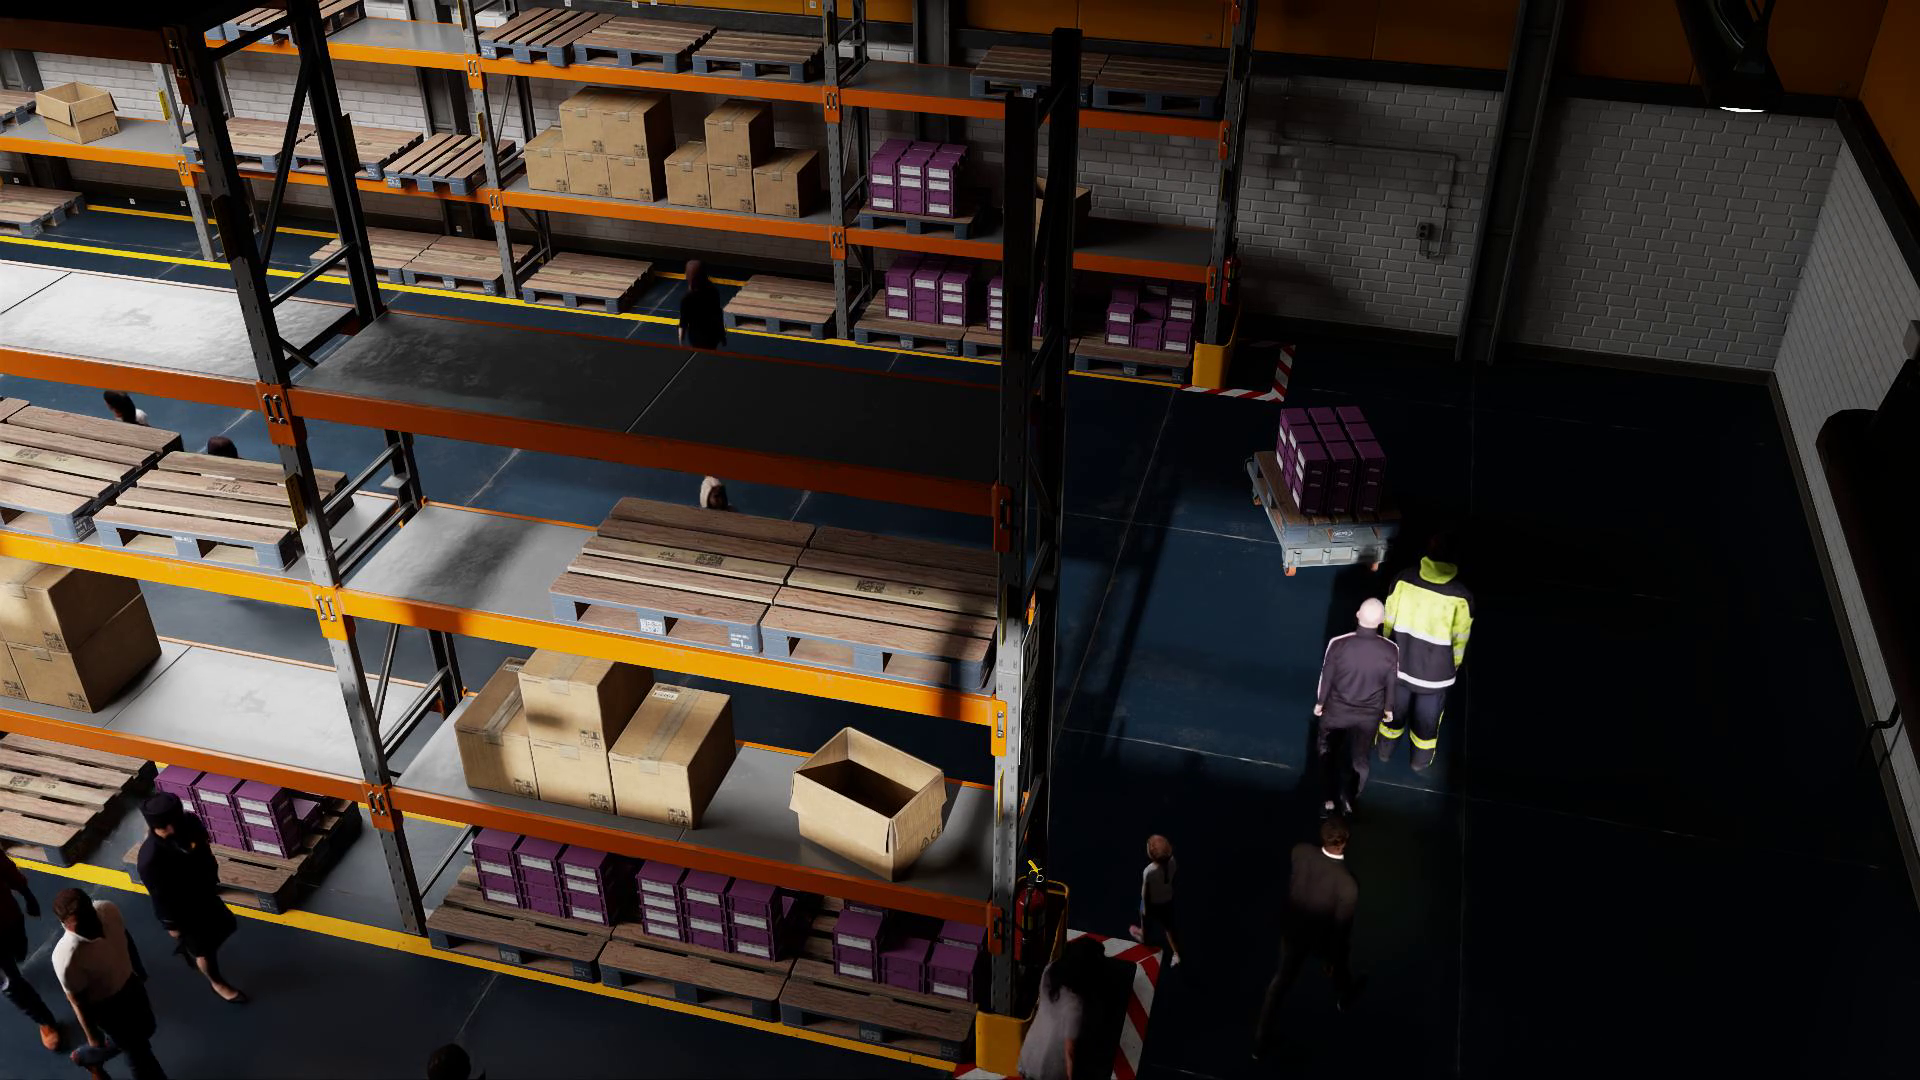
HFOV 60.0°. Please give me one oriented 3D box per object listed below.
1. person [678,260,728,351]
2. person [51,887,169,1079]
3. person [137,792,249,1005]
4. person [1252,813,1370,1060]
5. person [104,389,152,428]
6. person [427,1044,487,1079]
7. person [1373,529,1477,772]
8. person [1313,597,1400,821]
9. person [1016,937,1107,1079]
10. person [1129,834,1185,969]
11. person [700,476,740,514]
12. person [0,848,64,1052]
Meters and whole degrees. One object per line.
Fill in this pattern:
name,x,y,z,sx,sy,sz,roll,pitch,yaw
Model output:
person,-2.446,-1.901,16.270,0.947,1.672,1.106,-26,41,-33
person,-4.884,2.588,9.386,0.975,1.817,0.728,5,34,7
person,-4.748,2.193,10.121,0.742,1.662,0.690,8,34,11
person,2.006,2.372,9.778,1.096,1.742,1.200,-27,42,-34
person,-6.992,-0.583,14.319,0.618,1.638,0.607,13,36,19
person,-2.528,3.221,8.574,0.614,1.662,0.665,25,41,32
person,3.321,0.783,11.953,0.681,1.982,0.889,17,37,24
person,2.697,1.250,11.401,0.777,1.814,0.822,4,34,7
person,0.475,2.855,9.208,1.154,1.569,1.051,-13,36,-19
person,1.284,2.298,10.556,0.688,1.005,0.757,-18,38,-25
person,-1.901,0.233,13.005,0.985,1.733,0.787,24,41,32
person,-5.855,2.252,9.913,1.250,1.794,1.035,23,40,30
